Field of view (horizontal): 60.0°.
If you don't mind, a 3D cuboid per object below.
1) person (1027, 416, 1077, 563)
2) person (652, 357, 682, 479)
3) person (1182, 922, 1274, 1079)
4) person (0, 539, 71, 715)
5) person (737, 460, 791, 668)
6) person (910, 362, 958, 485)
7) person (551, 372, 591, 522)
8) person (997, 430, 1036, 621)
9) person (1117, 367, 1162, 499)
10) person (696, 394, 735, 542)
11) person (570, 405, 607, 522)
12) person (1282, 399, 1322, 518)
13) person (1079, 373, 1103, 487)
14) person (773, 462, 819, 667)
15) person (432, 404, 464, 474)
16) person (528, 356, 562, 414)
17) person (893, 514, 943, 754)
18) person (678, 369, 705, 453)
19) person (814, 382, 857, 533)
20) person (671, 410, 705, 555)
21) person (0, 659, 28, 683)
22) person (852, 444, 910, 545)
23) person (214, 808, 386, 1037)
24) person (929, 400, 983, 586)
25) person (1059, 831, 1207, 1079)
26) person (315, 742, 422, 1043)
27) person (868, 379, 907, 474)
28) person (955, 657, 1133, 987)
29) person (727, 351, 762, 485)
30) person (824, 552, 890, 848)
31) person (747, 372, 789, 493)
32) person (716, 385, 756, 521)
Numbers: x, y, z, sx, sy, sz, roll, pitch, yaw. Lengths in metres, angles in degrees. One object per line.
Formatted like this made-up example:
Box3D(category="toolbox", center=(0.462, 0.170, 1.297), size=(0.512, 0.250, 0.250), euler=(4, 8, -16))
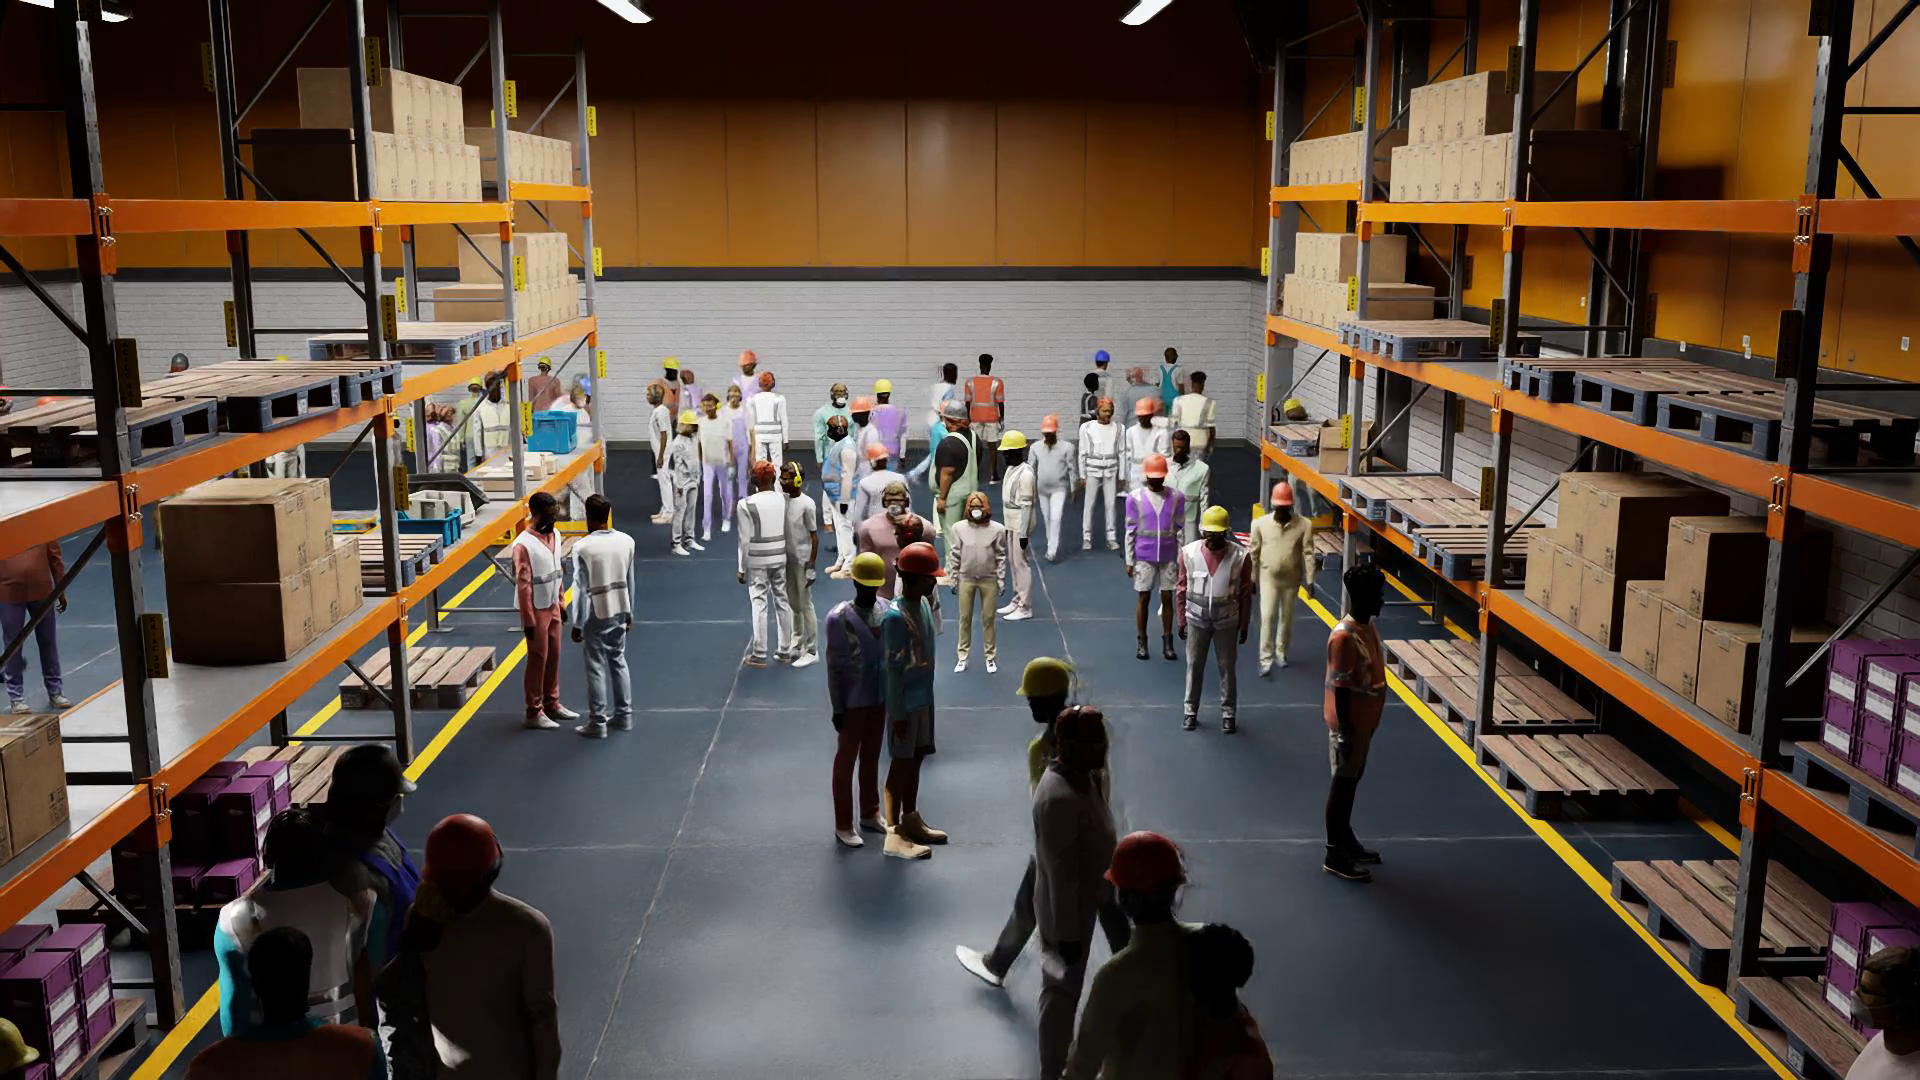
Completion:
Box3D(category="person", center=(1.022, -0.586, 19.376), size=(0.599, 1.707, 0.858), euler=(4, 12, 20))
Box3D(category="person", center=(-4.451, -1.841, 25.261), size=(0.643, 1.884, 0.592), euler=(7, 13, 33))
Box3D(category="person", center=(0.883, 2.134, 5.795), size=(0.318, 1.698, 0.534), euler=(-4, 12, -19))
Box3D(category="person", center=(-7.621, 0.440, 13.568), size=(0.615, 1.987, 0.407), euler=(-10, 15, -42))
Box3D(category="person", center=(-1.744, 0.211, 14.976), size=(0.575, 1.882, 0.355), euler=(-8, 14, -33))
Box3D(category="person", center=(-0.335, -1.676, 24.460), size=(0.803, 1.884, 0.635), euler=(-3, 12, -13))
Box3D(category="person", center=(-4.999, -1.219, 21.745), size=(0.708, 2.000, 0.652), euler=(-9, 14, -37))
Box3D(category="person", center=(0.563, -0.150, 16.700), size=(0.393, 1.919, 0.588), euler=(-3, 12, -12))
Box3D(category="person", center=(2.532, -1.519, 23.654), size=(0.728, 1.886, 0.422), euler=(-3, 12, -15))
Box3D(category="person", center=(-3.067, -0.942, 20.927), size=(0.525, 1.831, 0.970), euler=(0, 11, 2))
Box3D(category="person", center=(-4.880, -0.963, 21.588), size=(0.594, 1.603, 0.503), euler=(-6, 13, -29))
Box3D(category="person", center=(4.434, -0.969, 21.354), size=(0.533, 1.696, 0.580), euler=(-10, 15, -42))
Box3D(category="person", center=(1.941, -1.632, 24.685), size=(0.318, 1.697, 0.535), euler=(-2, 12, -12))
Box3D(category="person", center=(-1.469, 0.212, 15.001), size=(0.309, 1.868, 0.534), euler=(-8, 14, -36))
Box3D(category="person", center=(-6.551, -0.925, 21.289), size=(0.322, 1.638, 0.524), euler=(3, 12, 14))
Box3D(category="person", center=(-6.667, -2.077, 26.781), size=(0.532, 1.754, 0.340), euler=(-1, 11, -4))
Box3D(category="person", center=(-0.322, 0.708, 12.577), size=(0.372, 1.841, 0.570), euler=(-2, 11, -9))
Box3D(category="person", center=(-4.156, -1.854, 25.978), size=(0.454, 1.619, 0.527), euler=(6, 13, 29))
Box3D(category="person", center=(-1.538, -1.047, 21.169), size=(0.632, 1.932, 0.369), euler=(-4, 12, -17))
Box3D(category="person", center=(-3.251, -0.689, 19.877), size=(0.350, 1.736, 0.482), euler=(5, 12, 24))
Box3D(category="person", center=(-8.595, 0.421, 14.163), size=(0.592, 1.782, 0.966), euler=(6, 13, 29))
Box3D(category="person", center=(-0.840, -0.145, 17.206), size=(0.586, 1.698, 0.904), euler=(-8, 14, -35))
Box3D(category="person", center=(-2.529, 1.929, 6.464), size=(0.625, 1.844, 0.429), euler=(-7, 13, -31))
Box3D(category="person", center=(-0.085, -0.528, 18.279), size=(0.539, 2.000, 0.689), euler=(7, 13, 31))
Box3D(category="person", center=(0.588, 1.970, 5.951), size=(0.872, 1.955, 0.620), euler=(11, 16, 43))
Box3D(category="person", center=(-2.334, 1.779, 6.710), size=(0.535, 2.000, 0.683), euler=(-2, 12, -12))
Box3D(category="person", center=(-0.981, -1.115, 21.509), size=(0.594, 1.924, 0.373), euler=(-6, 13, -26))
Box3D(category="person", center=(0.507, 1.509, 8.554), size=(1.096, 1.846, 0.619), euler=(9, 14, 37))
Box3D(category="person", center=(-3.190, -1.801, 24.770), size=(0.631, 1.998, 1.013), euler=(5, 12, 24))
Box3D(category="person", center=(-0.614, 1.017, 10.832), size=(0.383, 1.923, 0.588), euler=(11, 16, 43))
Box3D(category="person", center=(-2.640, -1.379, 22.945), size=(0.573, 1.883, 0.353), euler=(2, 11, 8))
Box3D(category="person", center=(-2.956, -1.132, 21.922), size=(0.529, 1.792, 0.951), euler=(0, 11, -2))
